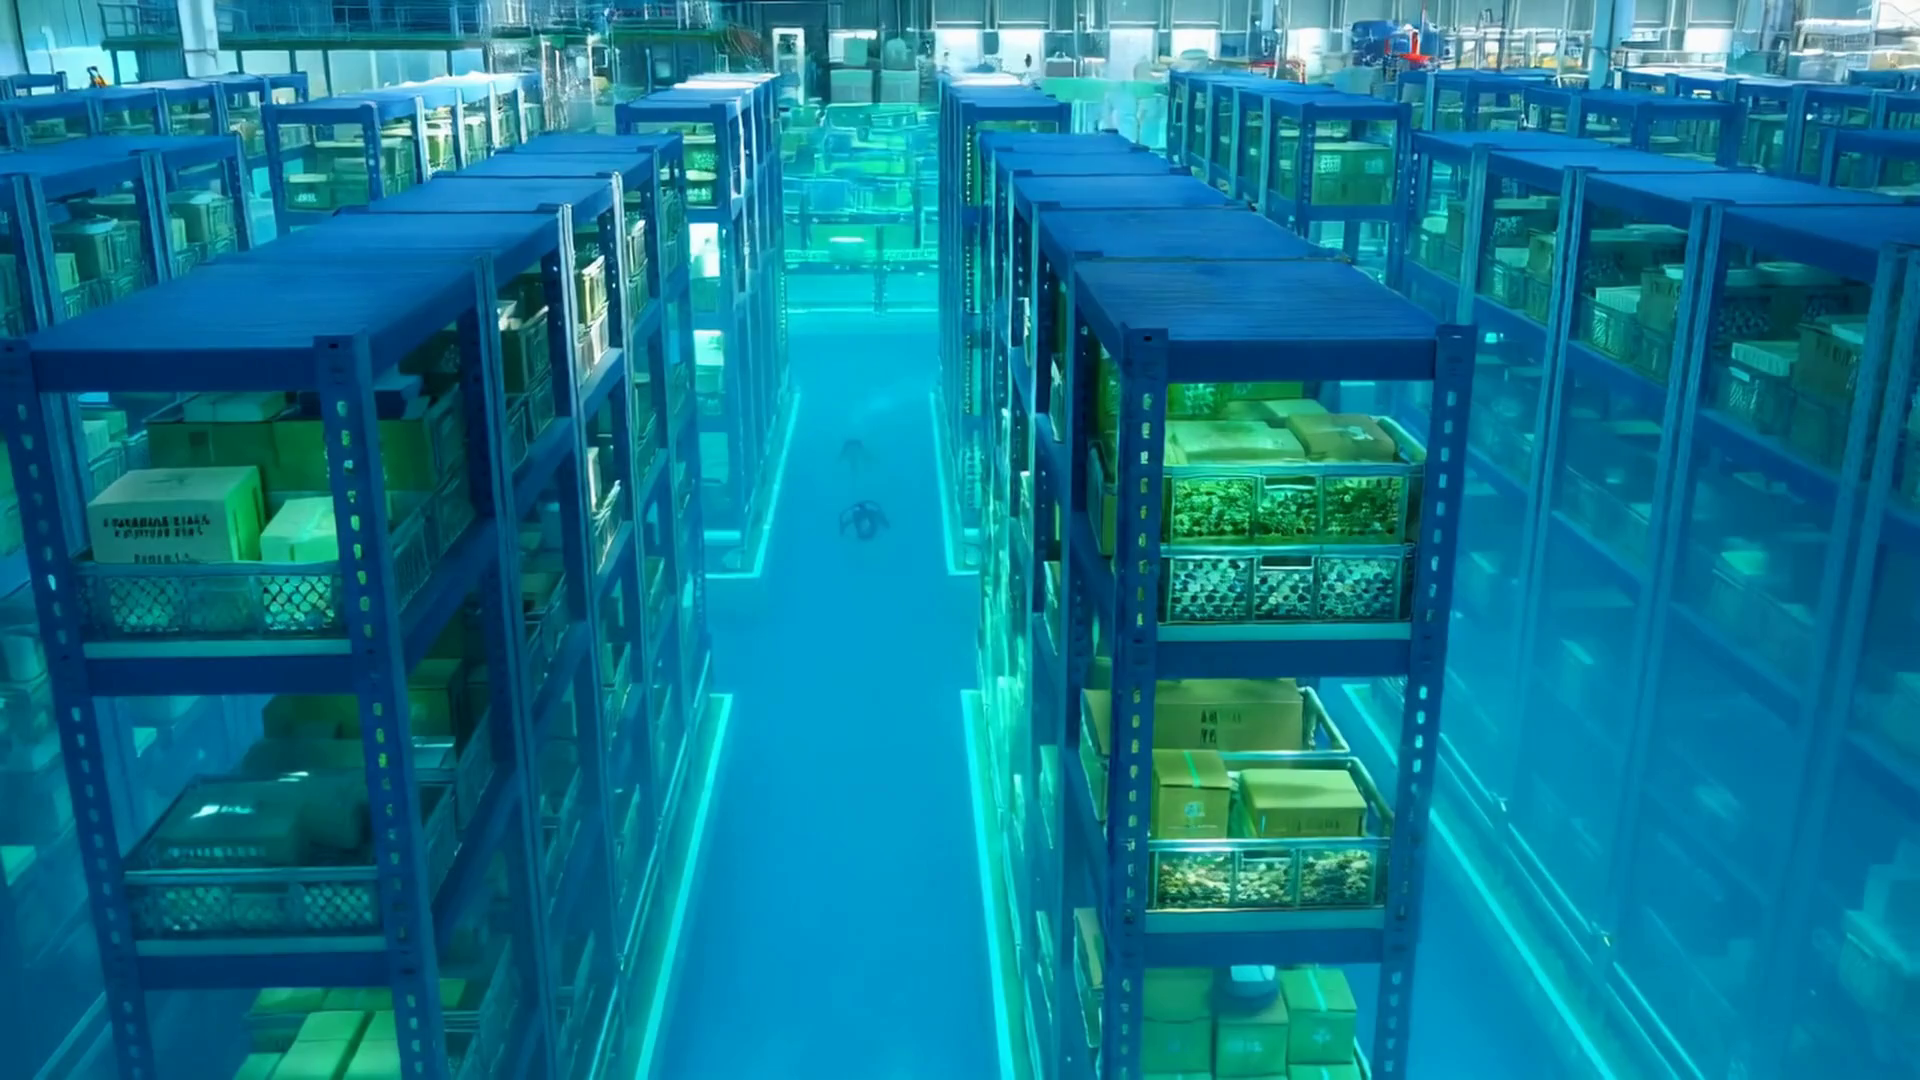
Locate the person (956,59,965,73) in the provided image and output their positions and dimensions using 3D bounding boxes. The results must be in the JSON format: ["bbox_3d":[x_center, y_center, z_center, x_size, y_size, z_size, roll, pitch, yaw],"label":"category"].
[{"bbox_3d":[-0.003,-19.715,71.719,1.061,1.986,0.610,-6,19,-18],"label":"person"}]

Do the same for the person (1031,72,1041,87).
[{"bbox_3d":[2.704,-15.981,60.291,0.983,1.898,0.552,12,22,33],"label":"person"}]

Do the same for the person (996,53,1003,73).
[{"bbox_3d":[2.079,-26.029,91.751,0.536,1.671,0.786,-1,18,-3],"label":"person"}]

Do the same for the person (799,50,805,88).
[{"bbox_3d":[-8.144,-24.362,86.149,0.402,1.943,0.609,10,20,28],"label":"person"}]

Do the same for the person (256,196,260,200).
[{"bbox_3d":[-8.738,-3.372,21.120,0.623,1.990,0.392,8,20,23],"label":"person"}]

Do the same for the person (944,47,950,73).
[{"bbox_3d":[-0.802,-26.947,94.205,0.791,1.905,0.597,-2,18,-6],"label":"person"}]

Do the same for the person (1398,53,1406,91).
[{"bbox_3d":[22.377,-23.711,84.246,0.350,1.879,0.578,-8,19,-22],"label":"person"}]

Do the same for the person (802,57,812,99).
[{"bbox_3d":[-7.091,-21.381,77.012,0.342,1.902,0.747,-14,22,-37],"label":"person"}]

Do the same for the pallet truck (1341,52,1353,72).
[{"bbox_3d":[18.794,-23.123,82.231,0.823,1.965,1.885,-13,22,-35],"label":"pallet truck"}]

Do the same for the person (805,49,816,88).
[{"bbox_3d":[-7.858,-24.620,86.869,0.622,1.992,0.395,4,18,13],"label":"person"}]

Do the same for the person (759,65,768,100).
[{"bbox_3d":[-7.626,-17.364,64.341,0.884,2.000,0.685,3,18,10],"label":"person"}]

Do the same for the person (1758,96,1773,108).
[{"bbox_3d":[29.213,-16.000,60.338,0.583,1.899,0.806,-9,20,-26],"label":"person"}]

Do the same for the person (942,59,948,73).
[{"bbox_3d":[-0.699,-20.928,75.644,0.318,1.870,0.531,2,18,7],"label":"person"}]

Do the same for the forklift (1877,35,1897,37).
[{"bbox_3d":[44.183,-22.805,79.833,1.129,2.768,1.873,-1,18,-2],"label":"forklift"}]

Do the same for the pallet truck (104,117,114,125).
[{"bbox_3d":[-18.367,-7.885,35.078,1.885,1.965,0.823,1,18,2],"label":"pallet truck"}]

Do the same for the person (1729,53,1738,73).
[{"bbox_3d":[37.930,-22.922,81.731,0.454,1.919,0.647,-4,18,-11],"label":"person"}]

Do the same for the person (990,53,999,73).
[{"bbox_3d":[1.836,-24.821,87.860,0.530,1.765,0.326,-9,20,-26],"label":"person"}]

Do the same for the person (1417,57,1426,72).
[{"bbox_3d":[21.790,-21.864,78.594,0.430,1.838,0.623,2,18,5],"label":"person"}]

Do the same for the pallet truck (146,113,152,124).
[{"bbox_3d":[-18.087,-8.309,36.390,1.885,1.965,0.823,-1,18,-4],"label":"pallet truck"}]

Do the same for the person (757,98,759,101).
[{"bbox_3d":[-5.717,-11.522,46.673,1.015,1.802,0.481,1,18,4],"label":"person"}]

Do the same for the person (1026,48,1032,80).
[{"bbox_3d":[3.807,-26.276,92.105,0.465,1.925,0.542,4,18,11],"label":"person"}]

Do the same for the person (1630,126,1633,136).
[{"bbox_3d":[19.944,-12.293,49.219,0.572,1.679,0.699,15,23,39],"label":"person"}]

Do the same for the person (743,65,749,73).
[{"bbox_3d":[-8.475,-17.816,65.921,0.369,1.928,0.586,12,21,32],"label":"person"}]

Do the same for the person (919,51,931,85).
[{"bbox_3d":[-1.881,-25.517,89.940,0.643,1.815,0.793,-10,20,-28],"label":"person"}]

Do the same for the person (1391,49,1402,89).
[{"bbox_3d":[22.766,-24.486,86.485,0.644,1.970,0.504,-14,23,-37],"label":"person"}]
